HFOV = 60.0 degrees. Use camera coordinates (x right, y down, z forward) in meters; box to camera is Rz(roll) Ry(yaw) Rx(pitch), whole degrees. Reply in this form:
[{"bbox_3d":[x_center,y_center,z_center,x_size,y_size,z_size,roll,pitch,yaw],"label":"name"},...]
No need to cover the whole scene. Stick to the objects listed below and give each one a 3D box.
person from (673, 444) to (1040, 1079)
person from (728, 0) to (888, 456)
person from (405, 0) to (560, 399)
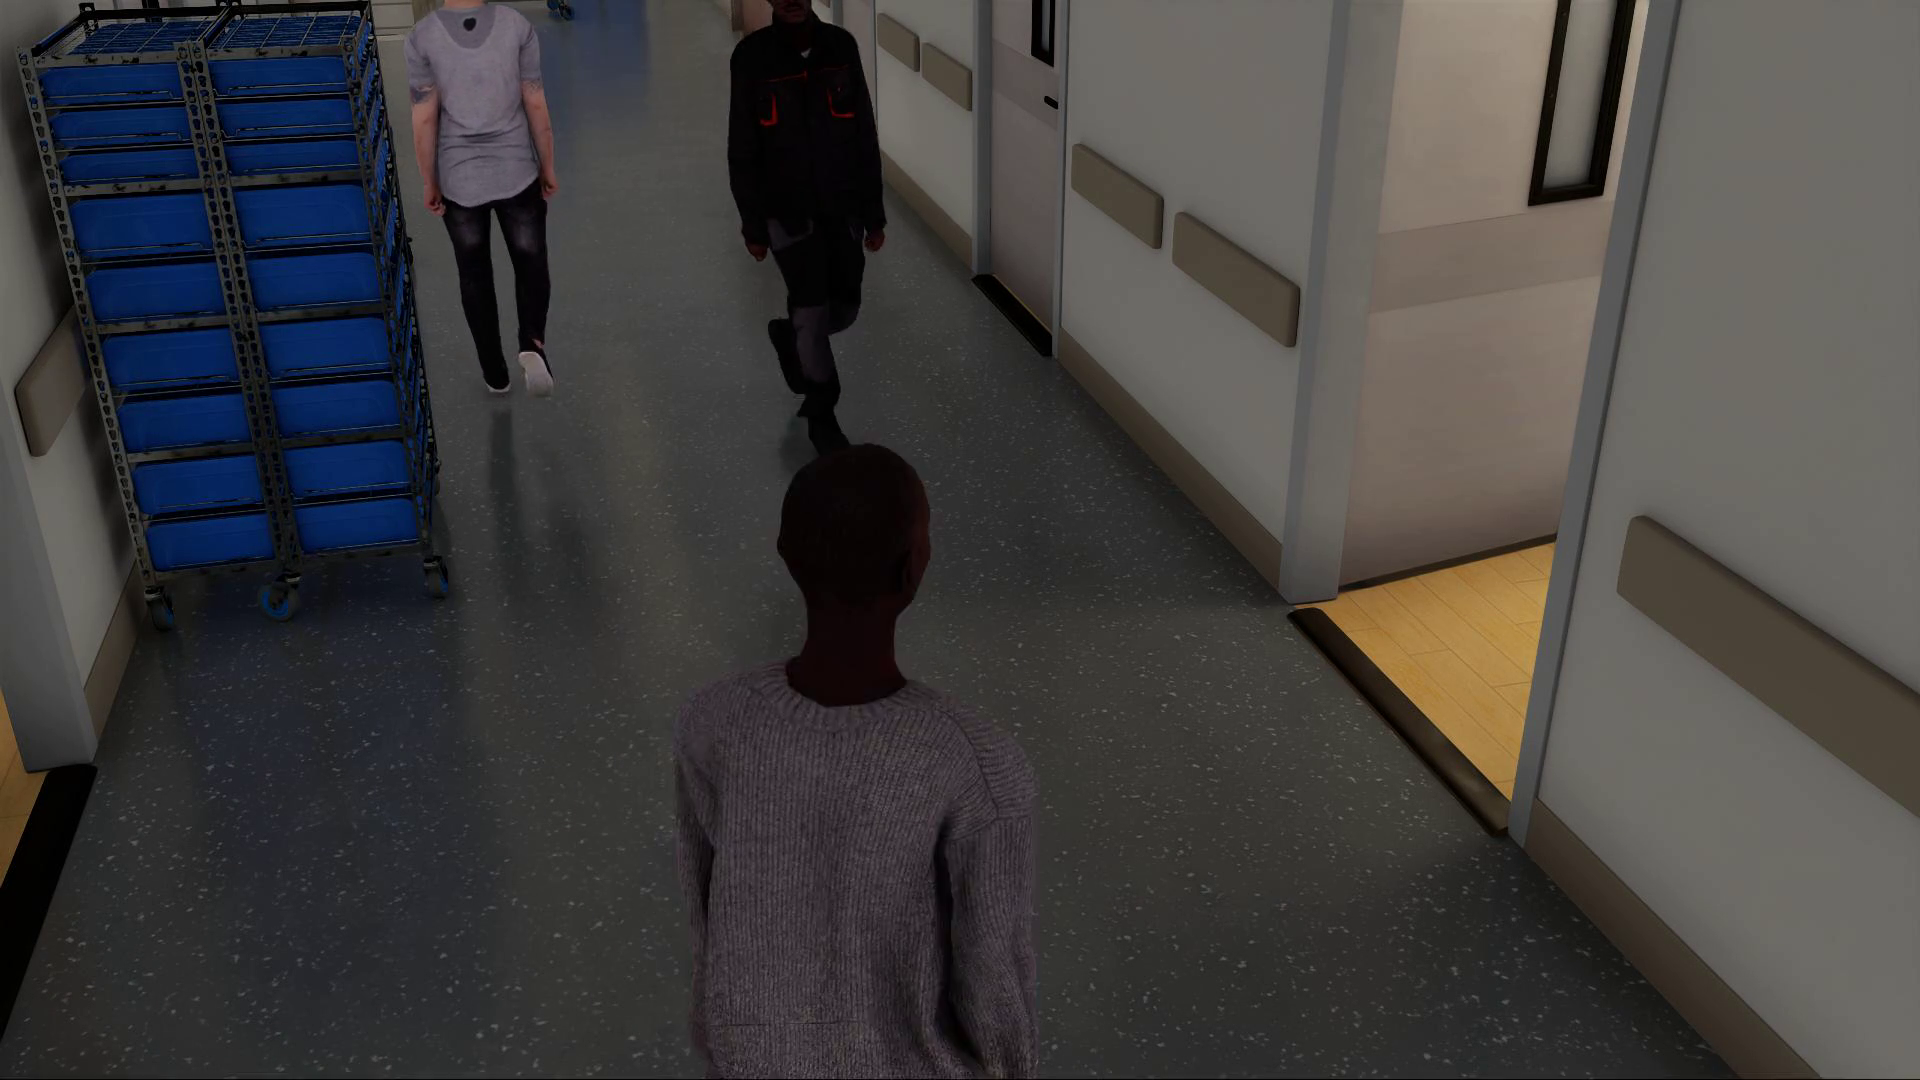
[{"bbox_3d":[-0.170,0.734,2.117,0.798,1.764,0.855,9,27,17],"label":"person"},{"bbox_3d":[-0.588,-1.253,6.204,0.832,1.794,1.131,-12,28,-24],"label":"person"},{"bbox_3d":[-1.806,-1.366,6.413,0.678,1.815,0.962,-8,27,-16],"label":"person"}]
